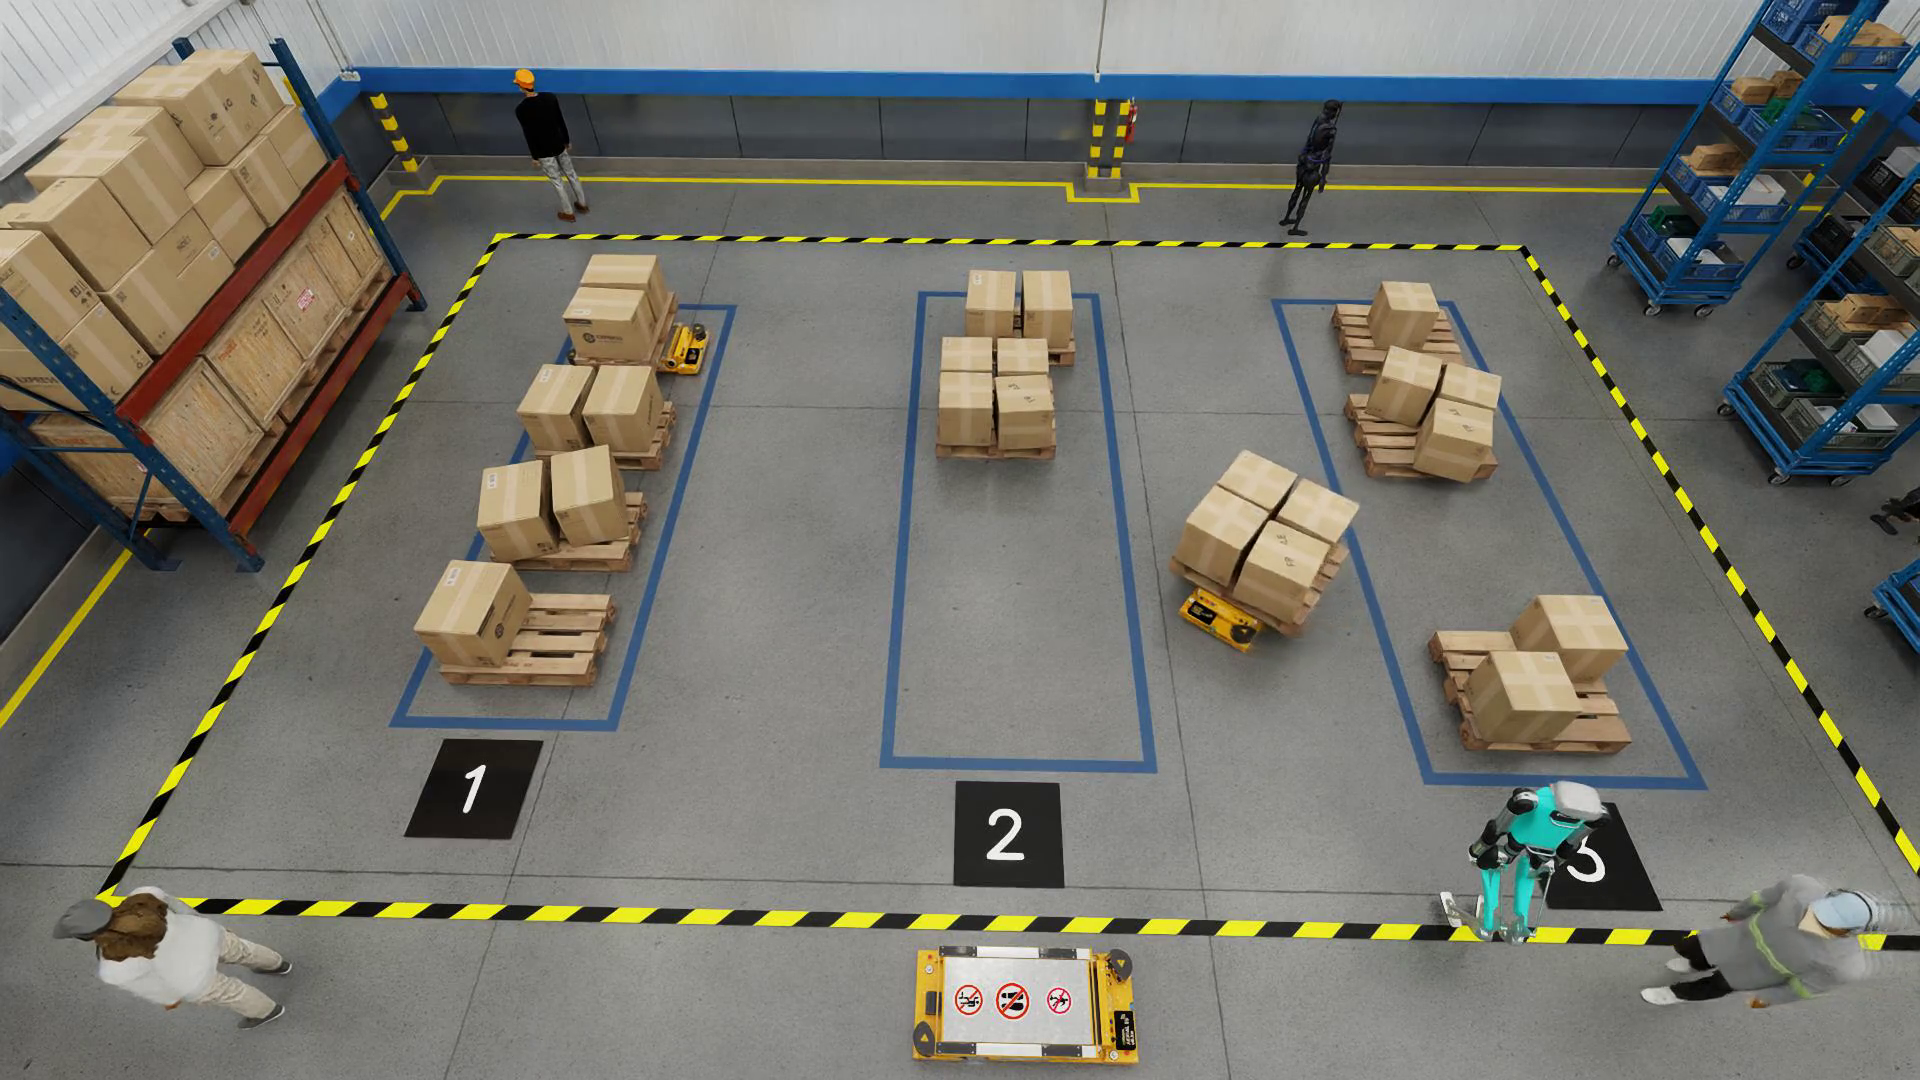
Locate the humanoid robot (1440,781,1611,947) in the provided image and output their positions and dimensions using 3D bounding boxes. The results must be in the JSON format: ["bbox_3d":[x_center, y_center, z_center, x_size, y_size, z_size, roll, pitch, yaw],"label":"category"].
[{"bbox_3d":[3.496,2.139,5.712,0.533,1.671,0.735,9,51,7],"label":"humanoid robot"}]

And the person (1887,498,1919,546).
[{"bbox_3d":[9.080,-0.781,8.056,0.446,1.929,0.775,23,54,17],"label":"person"}]

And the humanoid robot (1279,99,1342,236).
[{"bbox_3d":[4.353,-4.613,11.330,0.315,1.654,0.599,-7,51,-6],"label":"humanoid robot"}]

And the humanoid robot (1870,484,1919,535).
[{"bbox_3d":[8.957,-0.711,8.147,0.599,1.657,0.315,-24,55,-18],"label":"humanoid robot"}]

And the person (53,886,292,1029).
[{"bbox_3d":[-4.622,2.499,5.479,0.396,1.770,0.562,-9,51,-7],"label":"person"}]

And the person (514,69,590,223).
[{"bbox_3d":[-5.121,-4.901,11.440,0.380,1.881,0.590,27,56,21],"label":"person"}]

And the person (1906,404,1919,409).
[{"bbox_3d":[10.168,-2.159,9.169,0.373,1.940,0.630,-25,55,-19],"label":"person"}]

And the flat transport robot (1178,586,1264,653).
[{"bbox_3d":[2.610,0.318,8.208,0.652,0.197,1.431,31,57,23],"label":"flat transport robot"}]

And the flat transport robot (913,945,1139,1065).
[{"bbox_3d":[0.422,3.041,6.007,1.431,0.231,0.659,1,51,1],"label":"flat transport robot"}]

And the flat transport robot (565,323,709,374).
[{"bbox_3d":[-3.592,-2.150,10.220,1.431,0.197,0.652,1,51,1],"label":"flat transport robot"}]

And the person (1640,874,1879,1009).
[{"bbox_3d":[4.733,2.463,5.463,0.445,1.841,0.588,-2,51,-2],"label":"person"}]
